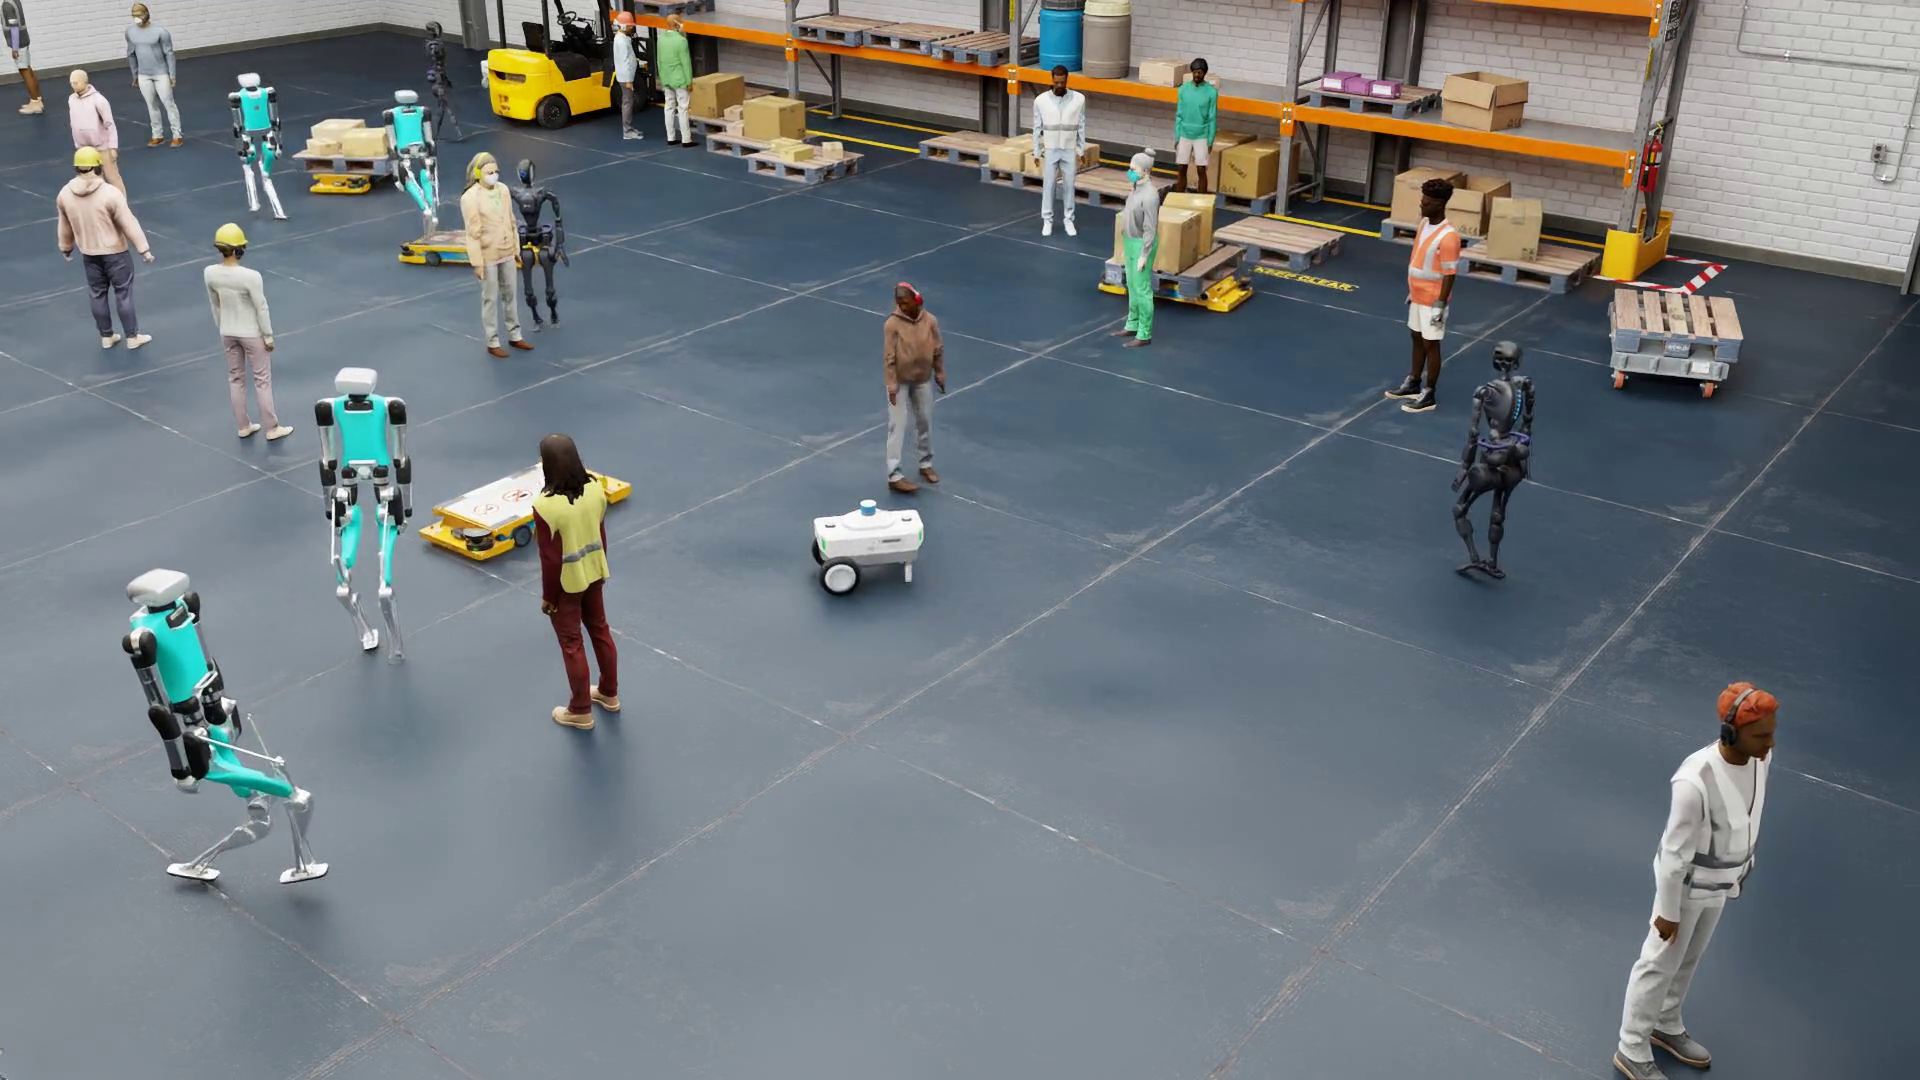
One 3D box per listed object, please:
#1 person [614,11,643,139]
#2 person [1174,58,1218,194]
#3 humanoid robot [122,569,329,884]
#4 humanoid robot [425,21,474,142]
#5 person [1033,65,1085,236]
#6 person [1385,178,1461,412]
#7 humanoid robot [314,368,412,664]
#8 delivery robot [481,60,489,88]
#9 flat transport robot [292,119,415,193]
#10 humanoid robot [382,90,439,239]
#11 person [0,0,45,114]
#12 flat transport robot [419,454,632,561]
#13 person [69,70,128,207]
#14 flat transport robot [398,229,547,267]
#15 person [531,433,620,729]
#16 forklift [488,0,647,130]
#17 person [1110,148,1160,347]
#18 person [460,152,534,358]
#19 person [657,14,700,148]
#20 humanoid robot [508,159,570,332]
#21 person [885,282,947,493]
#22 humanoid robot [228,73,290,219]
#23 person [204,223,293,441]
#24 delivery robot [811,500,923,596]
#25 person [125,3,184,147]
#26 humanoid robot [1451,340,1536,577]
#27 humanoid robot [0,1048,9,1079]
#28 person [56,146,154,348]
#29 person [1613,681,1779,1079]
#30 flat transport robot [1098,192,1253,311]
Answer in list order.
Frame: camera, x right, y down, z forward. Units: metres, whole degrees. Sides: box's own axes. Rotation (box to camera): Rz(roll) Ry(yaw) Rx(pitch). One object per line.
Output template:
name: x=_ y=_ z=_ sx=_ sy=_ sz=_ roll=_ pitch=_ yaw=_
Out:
person: x=-4.674 y=-6.546 z=23.433 sx=0.352 sy=1.742 sz=0.572 roll=-6 pitch=26 yaw=-12
person: x=2.772 y=-4.732 z=19.564 sx=0.505 sy=1.841 sz=0.412 roll=11 pitch=28 yaw=22
humanoid robot: x=-3.423 y=0.965 z=7.932 sx=1.035 sy=1.753 sz=0.547 roll=1 pitch=26 yaw=2
humanoid robot: x=-7.215 y=-6.419 z=23.276 sx=0.640 sy=1.642 sz=0.582 roll=-4 pitch=26 yaw=-9
person: x=1.116 y=-4.407 z=18.820 sx=0.595 sy=1.908 sz=0.408 roll=-2 pitch=26 yaw=-5
person: x=3.893 y=-2.035 z=13.836 sx=0.370 sy=1.965 sz=0.606 roll=-4 pitch=26 yaw=-8
humanoid robot: x=-3.591 y=-0.057 z=10.109 sx=0.563 sy=1.864 sz=0.832 roll=-5 pitch=26 yaw=-10
delivery robot: x=-7.428 y=-7.551 z=26.888 sx=0.500 sy=0.602 sz=0.774 roll=-19 pitch=32 yaw=-34
flat transport robot: x=-7.701 y=-4.692 z=21.288 sx=0.659 sy=0.231 sz=1.431 roll=2 pitch=26 yaw=4
humanoid robot: x=-5.778 y=-3.928 z=18.042 sx=0.583 sy=1.773 sz=0.846 roll=-23 pitch=34 yaw=-39
person: x=-14.166 y=-7.449 z=24.959 sx=0.371 sy=2.042 sz=0.613 roll=-8 pitch=27 yaw=-16
flat transport robot: x=-3.142 y=-0.251 z=12.091 sx=0.659 sy=0.231 sz=1.431 roll=18 pitch=31 yaw=32
person: x=-9.951 y=-4.523 z=19.195 sx=0.536 sy=1.780 sz=0.401 roll=5 pitch=26 yaw=11
flat transport robot: x=-5.315 y=-3.176 z=18.148 sx=1.431 sy=0.231 sz=0.659 roll=4 pitch=26 yaw=8
person: x=-2.157 y=0.238 z=9.353 sx=0.365 sy=1.767 sz=0.478 roll=16 pitch=30 yaw=30
forklift: x=-5.874 y=-7.334 z=24.552 sx=1.214 sy=2.155 sz=2.313 roll=19 pitch=32 yaw=34
person: x=1.645 y=-2.706 z=15.366 sx=0.340 sy=1.844 sz=0.508 roll=-6 pitch=26 yaw=-12
person: x=-4.238 y=-2.587 z=15.101 sx=0.411 sy=1.867 sz=0.565 roll=16 pitch=30 yaw=29
person: x=-3.904 y=-6.325 z=22.931 sx=0.551 sy=1.780 sz=0.384 roll=15 pitch=30 yaw=29
humanoid robot: x=-3.994 y=-2.777 z=15.722 sx=0.601 sy=1.662 sz=0.372 roll=-1 pitch=26 yaw=-2
person: x=-0.331 y=-1.155 z=12.390 sx=0.494 sy=1.623 sz=0.424 roll=-11 pitch=28 yaw=-21
humanoid robot: x=-8.237 y=-4.595 z=19.418 sx=0.548 sy=1.737 sz=0.888 roll=-20 pitch=32 yaw=-35
person: x=-5.702 y=-1.652 z=13.280 sx=0.516 sy=1.758 sz=0.335 roll=7 pitch=27 yaw=14
delivery robot: x=-0.633 y=0.015 z=11.197 sx=0.755 sy=0.583 sz=0.521 roll=-5 pitch=26 yaw=-10
person: x=-11.091 y=-6.390 z=22.887 sx=0.637 sy=1.936 sz=0.358 roll=1 pitch=26 yaw=2
humanoid robot: x=3.562 y=-0.536 z=11.060 sx=0.610 sy=1.645 sz=0.345 roll=-13 pitch=29 yaw=-25
humanoid robot: x=-3.681 y=1.854 z=6.156 sx=0.558 sy=1.863 sz=0.784 roll=23 pitch=34 yaw=40
person: x=-7.858 y=-2.659 z=15.254 sx=0.810 sy=1.858 sz=0.438 roll=1 pitch=26 yaw=1
person: x=3.027 y=1.412 z=6.793 sx=0.573 sy=1.882 sz=0.361 roll=-19 pitch=31 yaw=-33
flat transport robot: x=2.194 y=-2.600 z=16.955 sx=1.431 sy=0.231 sz=0.659 roll=15 pitch=29 yaw=28
